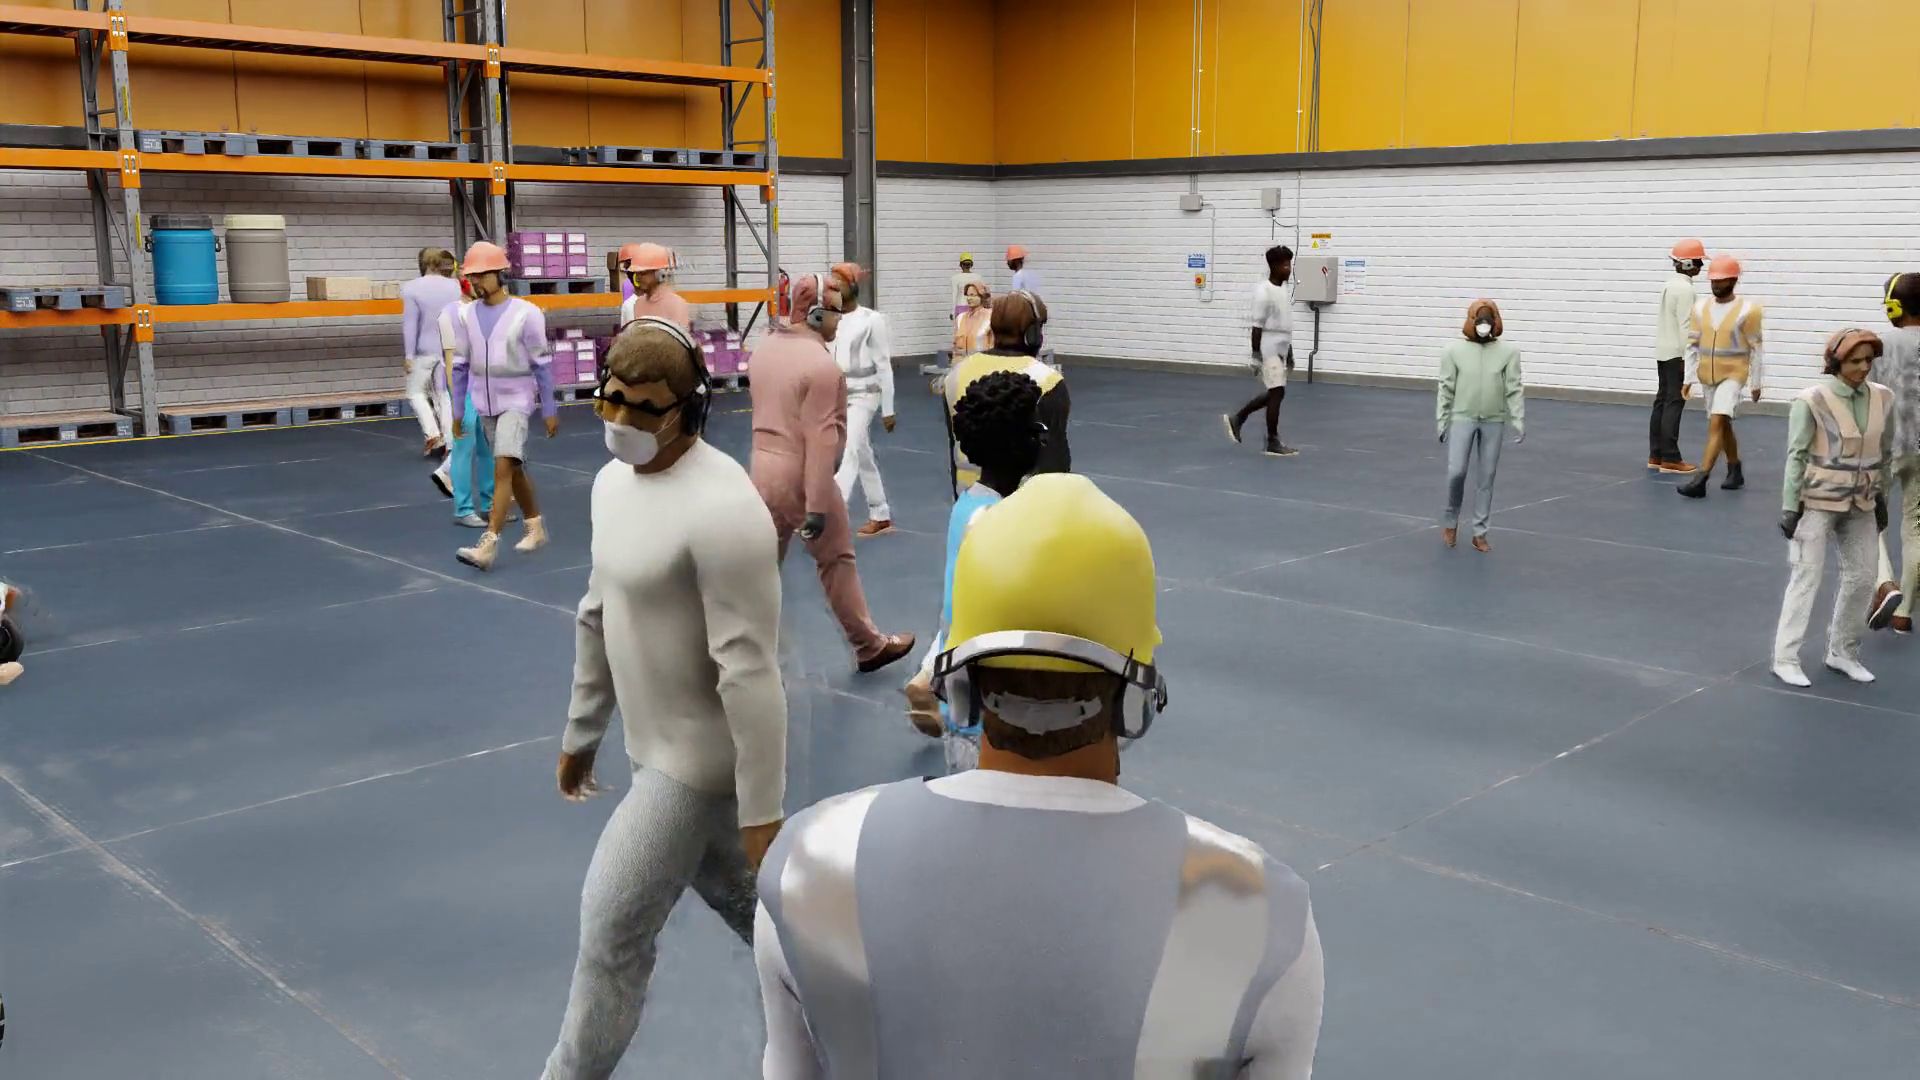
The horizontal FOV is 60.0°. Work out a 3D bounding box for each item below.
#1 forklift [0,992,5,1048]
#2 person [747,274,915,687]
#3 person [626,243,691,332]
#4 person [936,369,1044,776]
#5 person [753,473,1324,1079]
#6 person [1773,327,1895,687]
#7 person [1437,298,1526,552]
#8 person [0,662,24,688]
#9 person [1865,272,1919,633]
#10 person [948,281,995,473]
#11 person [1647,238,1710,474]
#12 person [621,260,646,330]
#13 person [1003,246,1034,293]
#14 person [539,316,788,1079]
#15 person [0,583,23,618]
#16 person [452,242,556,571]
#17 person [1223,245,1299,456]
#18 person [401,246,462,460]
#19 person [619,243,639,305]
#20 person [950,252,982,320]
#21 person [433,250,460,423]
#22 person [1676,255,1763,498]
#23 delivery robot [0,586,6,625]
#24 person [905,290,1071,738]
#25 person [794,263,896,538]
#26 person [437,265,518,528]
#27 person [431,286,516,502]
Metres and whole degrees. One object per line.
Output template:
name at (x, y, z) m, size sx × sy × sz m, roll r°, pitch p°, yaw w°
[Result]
forklift at (-3.245, 0.323, 3.363) m, size 2.313 × 2.155 × 1.214 m, roll 2°, pitch 11°, yaw 13°
person at (-0.652, -0.248, 7.415) m, size 1.004 × 1.839 × 0.628 m, roll -9°, pitch 14°, yaw -41°
person at (-2.140, -1.036, 11.390) m, size 0.644 × 1.956 × 0.890 m, roll 10°, pitch 14°, yaw 43°
person at (0.100, 0.428, 4.139) m, size 0.315 × 1.699 × 0.541 m, roll -1°, pitch 10°, yaw -7°
person at (0.048, 0.836, 1.667) m, size 0.597 × 1.794 × 0.889 m, roll 3°, pitch 11°, yaw 14°
person at (3.927, -0.142, 7.472) m, size 0.545 × 1.623 × 0.329 m, roll -2°, pitch 11°, yaw -13°
person at (3.339, -0.736, 10.688) m, size 0.520 × 1.626 × 0.348 m, roll 1°, pitch 10°, yaw 6°
person at (-4.465, -0.239, 6.845) m, size 0.939 × 2.000 × 0.687 m, roll -10°, pitch 14°, yaw -42°
person at (4.771, -0.417, 8.362) m, size 0.555 × 1.847 × 0.505 m, roll 3°, pitch 11°, yaw 15°
person at (0.139, -1.367, 14.083) m, size 0.512 × 1.644 × 0.307 m, roll 9°, pitch 14°, yaw 40°
person at (6.154, -1.574, 14.246) m, size 0.378 × 1.996 × 0.611 m, roll 1°, pitch 10°, yaw 5°
person at (-2.400, -1.208, 12.599) m, size 0.329 × 1.871 × 0.513 m, roll -1°, pitch 10°, yaw -4°
person at (0.776, -2.988, 22.306) m, size 0.996 × 1.871 × 0.569 m, roll 4°, pitch 11°, yaw 19°
person at (-0.599, 0.462, 3.520) m, size 1.075 × 1.869 × 0.670 m, roll -5°, pitch 12°, yaw -27°
person at (-4.972, -0.341, 7.795) m, size 0.635 × 1.912 × 0.904 m, roll 5°, pitch 11°, yaw 24°
person at (-2.853, -0.829, 10.231) m, size 0.616 × 1.975 × 1.089 m, roll 4°, pitch 11°, yaw 19°
person at (2.800, -1.752, 15.366) m, size 0.714 × 1.941 × 0.617 m, roll 6°, pitch 12°, yaw 30°
person at (-4.751, -1.677, 14.999) m, size 0.440 × 1.924 × 0.663 m, roll 9°, pitch 14°, yaw 40°
person at (-3.479, -2.218, 17.924) m, size 0.362 × 1.936 × 0.542 m, roll 4°, pitch 11°, yaw 21°
person at (0.089, -3.486, 25.306) m, size 0.533 × 1.768 × 0.310 m, roll -4°, pitch 11°, yaw -23°
person at (-5.531, -2.189, 17.995) m, size 0.505 × 1.860 × 0.320 m, roll -4°, pitch 11°, yaw -19°
person at (5.964, -1.279, 12.990) m, size 1.024 × 1.882 × 0.537 m, roll -7°, pitch 13°, yaw -35°
delivery robot at (-4.738, 0.336, 7.513) m, size 0.707 × 0.478 × 0.477 m, roll -1°, pitch 10°, yaw -5°
person at (0.159, -0.087, 6.656) m, size 0.646 × 1.814 × 0.813 m, roll 9°, pitch 14°, yaw 42°
person at (-0.771, -0.884, 10.911) m, size 0.961 × 1.833 × 0.589 m, roll -10°, pitch 14°, yaw -42°
person at (-3.386, -1.008, 11.594) m, size 0.399 × 1.840 × 0.573 m, roll 5°, pitch 11°, yaw 24°
person at (-3.625, -1.116, 12.428) m, size 0.554 × 1.739 × 0.593 m, roll 10°, pitch 14°, yaw 43°
